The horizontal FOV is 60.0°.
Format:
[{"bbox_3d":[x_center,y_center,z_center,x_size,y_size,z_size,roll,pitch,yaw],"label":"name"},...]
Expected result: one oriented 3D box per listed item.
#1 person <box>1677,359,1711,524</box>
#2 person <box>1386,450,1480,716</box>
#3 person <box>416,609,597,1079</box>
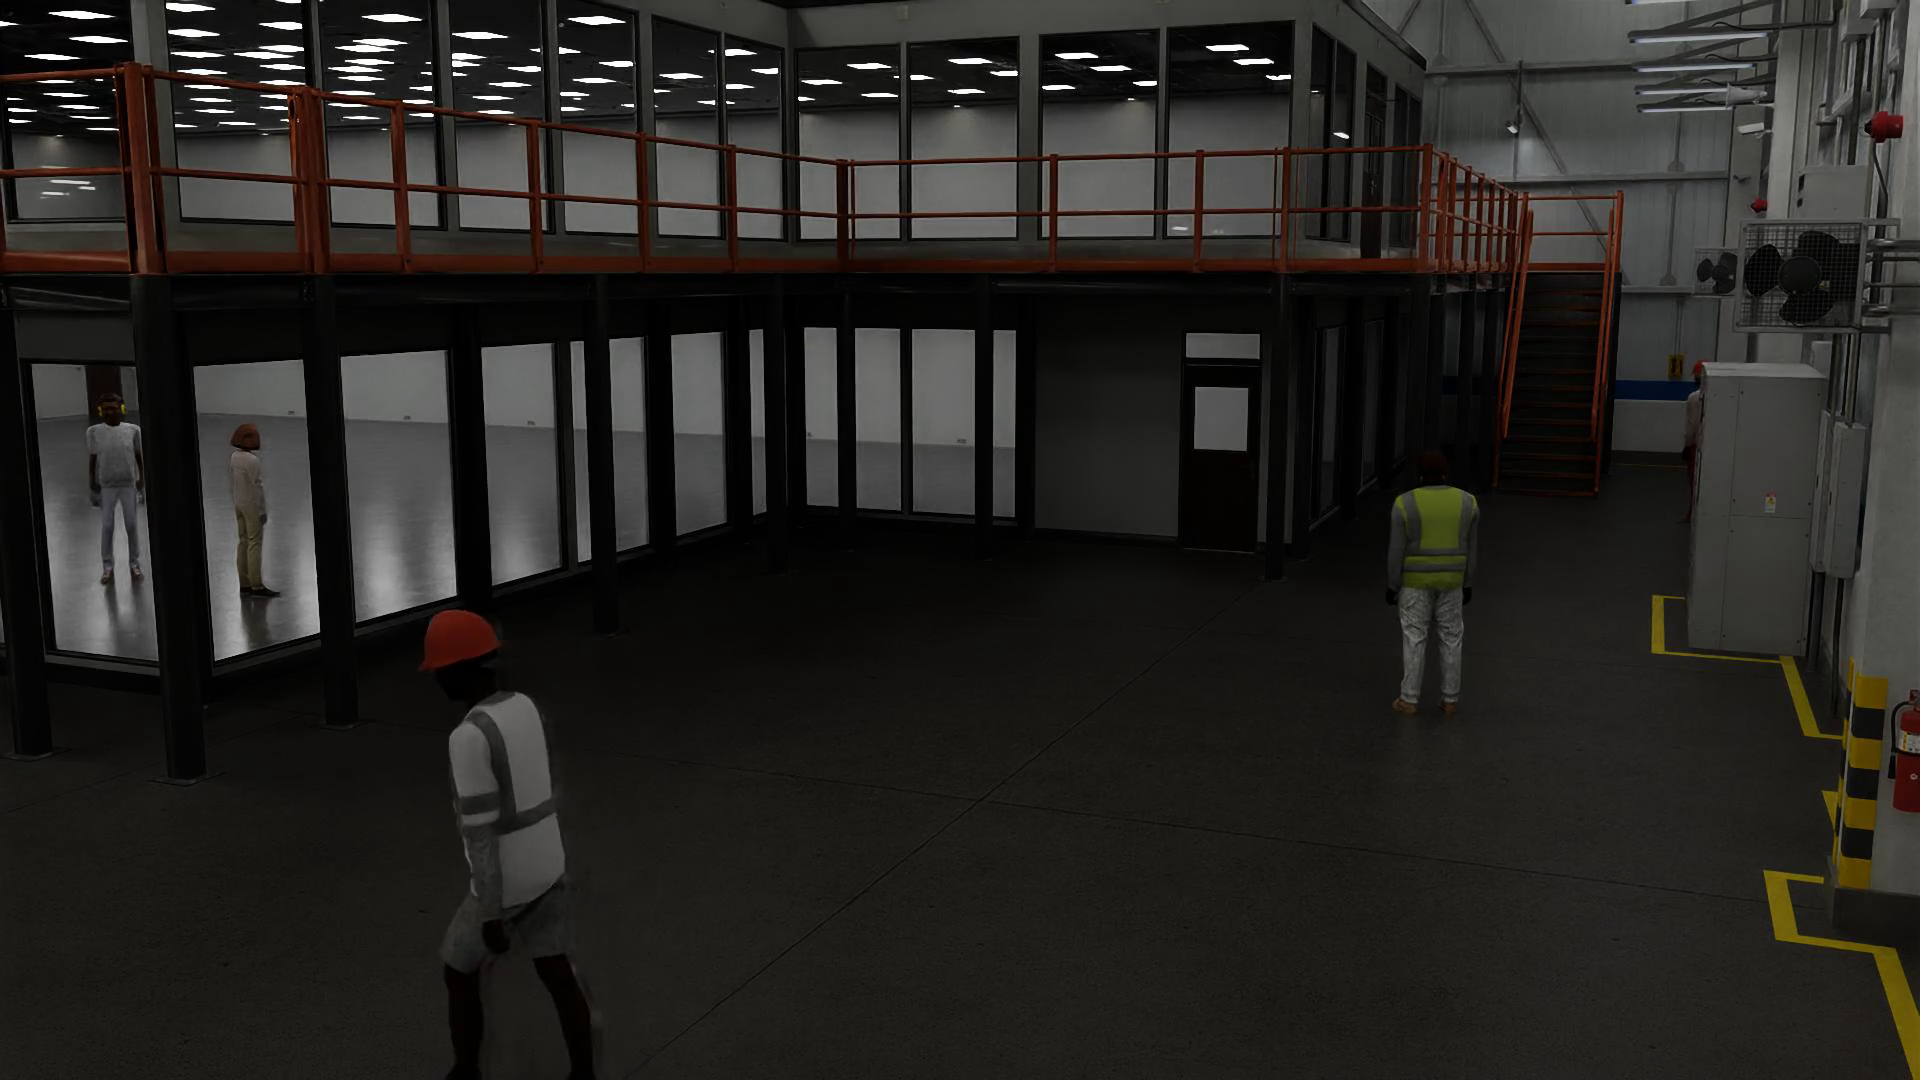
[{"bbox_3d":[8.915,-1.170,20.009,0.621,1.992,0.397,-5,10,-28],"label":"person"},{"bbox_3d":[3.230,0.300,11.435,0.619,1.838,0.430,0,9,-2],"label":"person"},{"bbox_3d":[-1.656,1.173,5.888,0.864,1.883,0.569,3,10,18],"label":"person"}]
